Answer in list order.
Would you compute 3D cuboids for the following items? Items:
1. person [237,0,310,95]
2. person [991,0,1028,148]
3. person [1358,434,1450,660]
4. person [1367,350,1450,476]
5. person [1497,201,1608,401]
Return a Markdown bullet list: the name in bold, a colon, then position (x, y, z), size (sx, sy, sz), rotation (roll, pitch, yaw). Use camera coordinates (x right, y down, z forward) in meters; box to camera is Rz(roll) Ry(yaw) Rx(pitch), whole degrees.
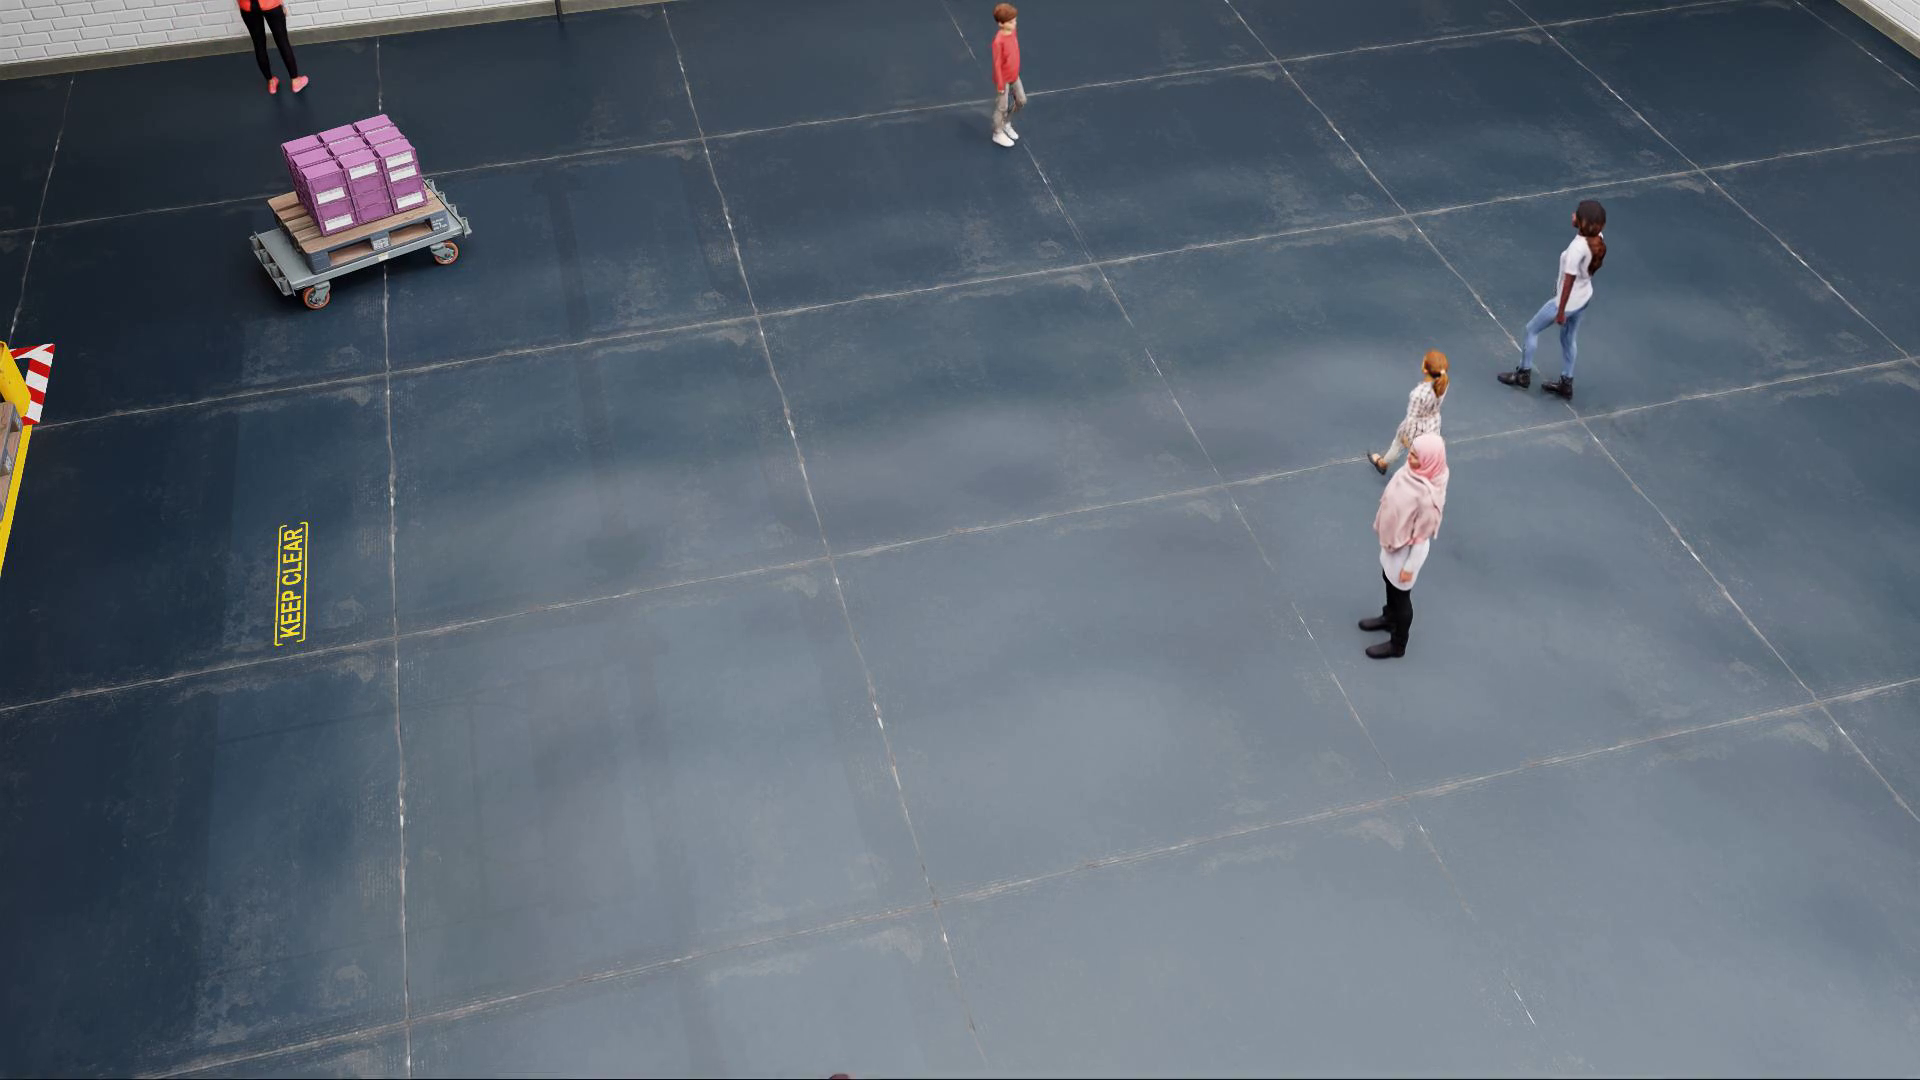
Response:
- **person**: position (-6.794, -5.167, 16.152), size (0.634, 1.693, 0.591), rotation (-2, 44, -2)
- **person**: position (0.374, -4.346, 15.499), size (0.667, 1.405, 0.615), rotation (24, 49, 23)
- **person**: position (2.850, 0.031, 10.618), size (0.728, 1.800, 0.580), rotation (-2, 44, -2)
- **person**: position (3.324, -0.750, 11.823), size (0.653, 1.269, 0.989), rotation (-18, 47, -18)
- **person**: position (4.686, -1.776, 12.585), size (0.917, 1.704, 0.825), rotation (33, 53, 30)
